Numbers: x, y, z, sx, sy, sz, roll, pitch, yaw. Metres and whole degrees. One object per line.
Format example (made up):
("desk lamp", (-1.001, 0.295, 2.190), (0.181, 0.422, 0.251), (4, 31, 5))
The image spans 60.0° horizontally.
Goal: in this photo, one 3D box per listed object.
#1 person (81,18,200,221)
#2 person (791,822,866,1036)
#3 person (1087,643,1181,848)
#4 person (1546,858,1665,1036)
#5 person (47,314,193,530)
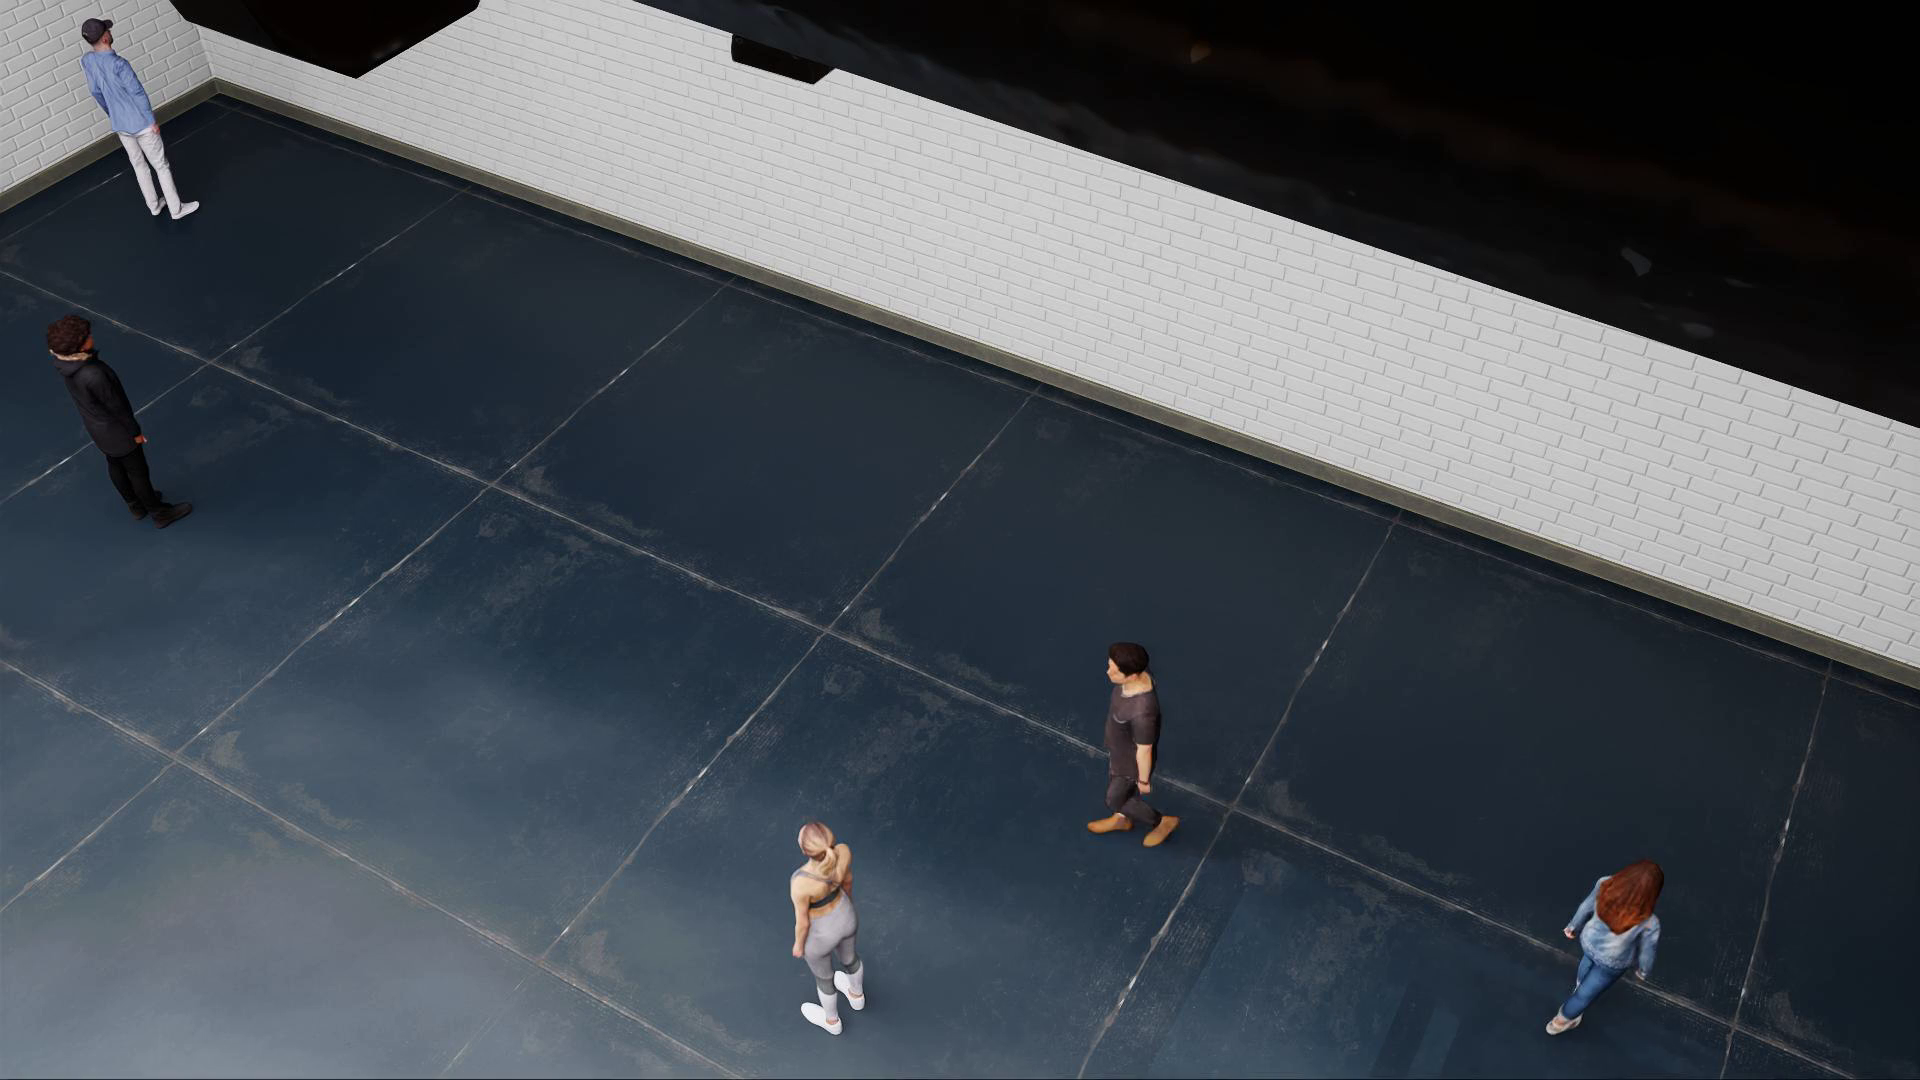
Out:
("person", (-7.213, -3.664, 14.499), (0.697, 1.888, 0.645), (12, 45, 13))
("person", (-0.685, 2.016, 8.671), (0.678, 1.703, 0.556), (34, 53, 31))
("person", (1.065, 1.189, 9.543), (0.894, 1.698, 0.850), (0, 44, 1))
("person", (3.325, 2.162, 8.690), (0.837, 1.465, 0.764), (-22, 48, -21))
("person", (-5.913, -0.809, 11.580), (0.613, 1.780, 0.582), (22, 48, 22))
